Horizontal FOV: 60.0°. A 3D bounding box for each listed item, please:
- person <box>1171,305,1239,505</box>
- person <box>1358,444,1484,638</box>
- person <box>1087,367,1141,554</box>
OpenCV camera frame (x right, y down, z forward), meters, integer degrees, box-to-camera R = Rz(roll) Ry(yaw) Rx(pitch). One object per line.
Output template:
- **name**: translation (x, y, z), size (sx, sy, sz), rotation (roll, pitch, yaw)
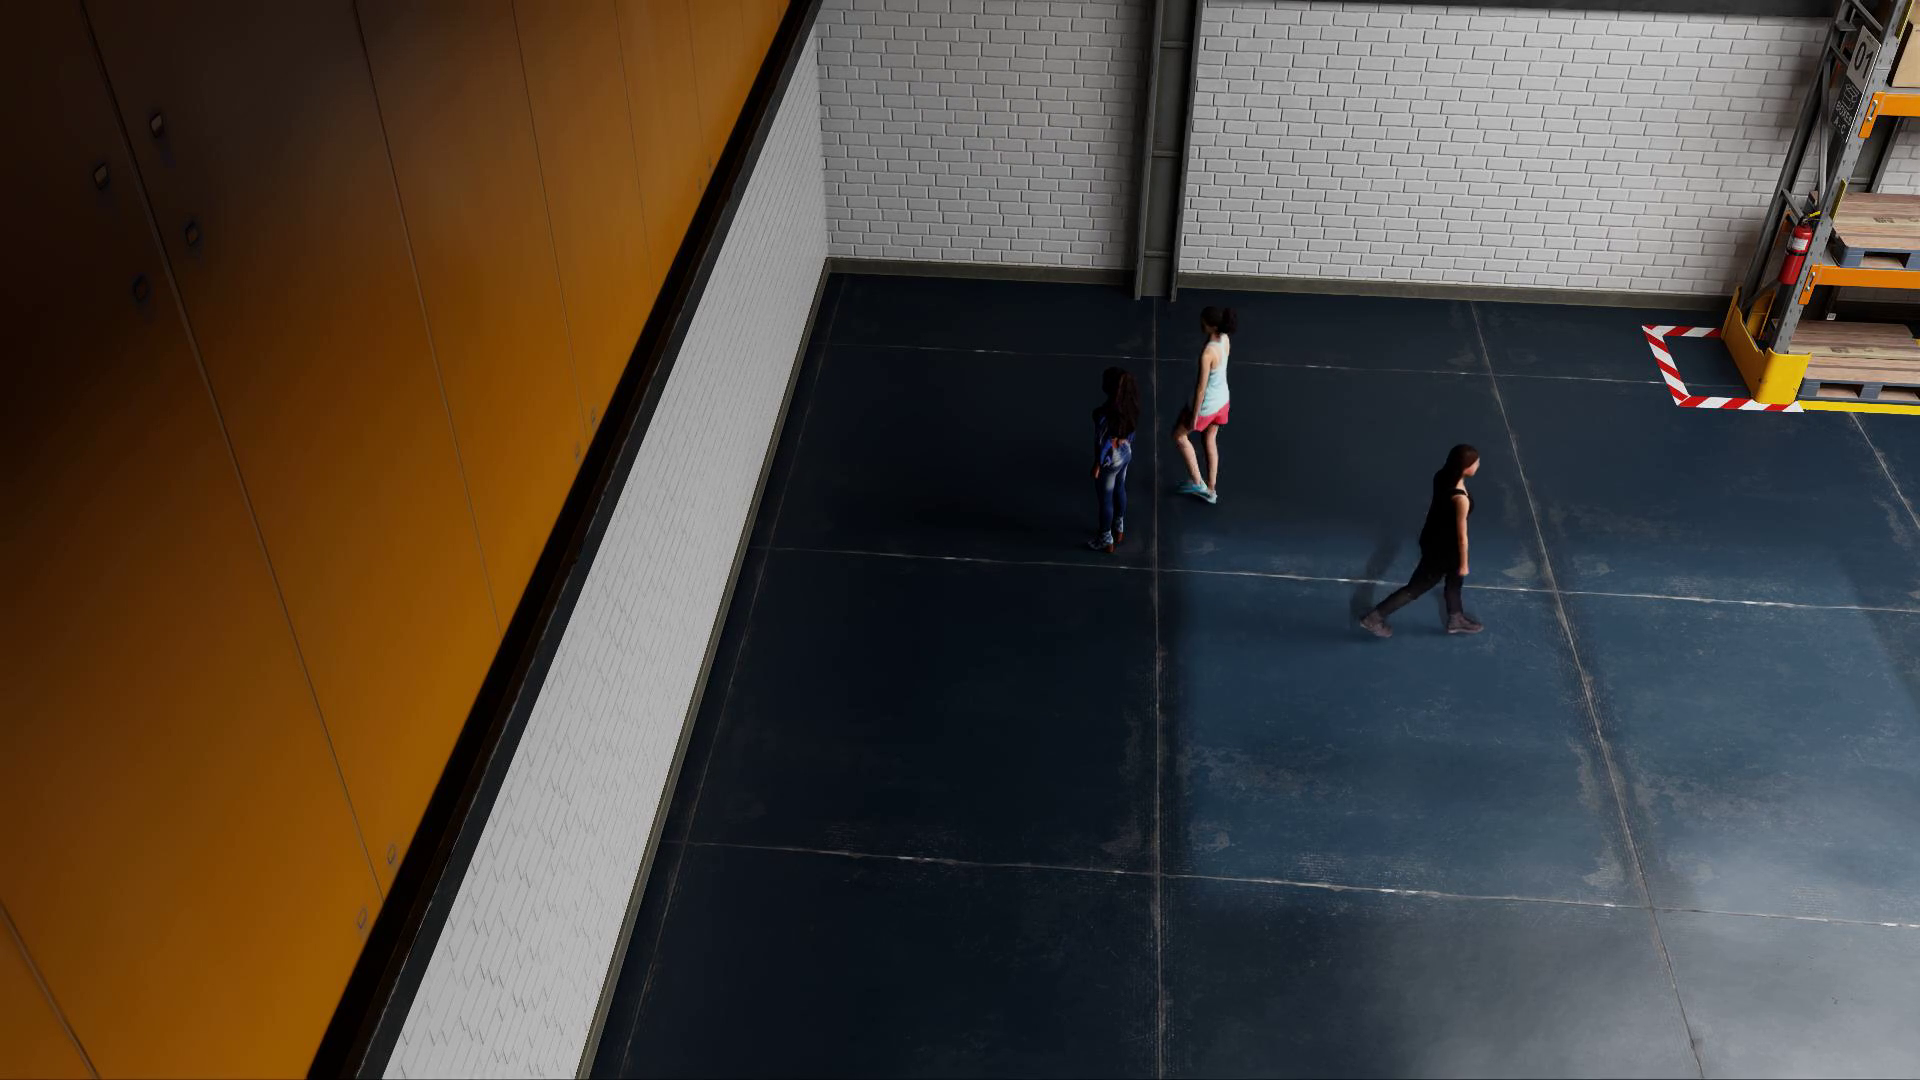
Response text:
- **person**: translation (1.984, -1.005, 12.843), size (0.801, 1.756, 0.765), rotation (25, 45, 28)
- **person**: translation (3.265, 0.068, 11.585), size (1.170, 1.650, 0.678), rotation (-1, 39, -1)
- **person**: translation (1.139, -0.612, 12.463), size (0.713, 1.616, 0.693), rotation (25, 45, 28)
